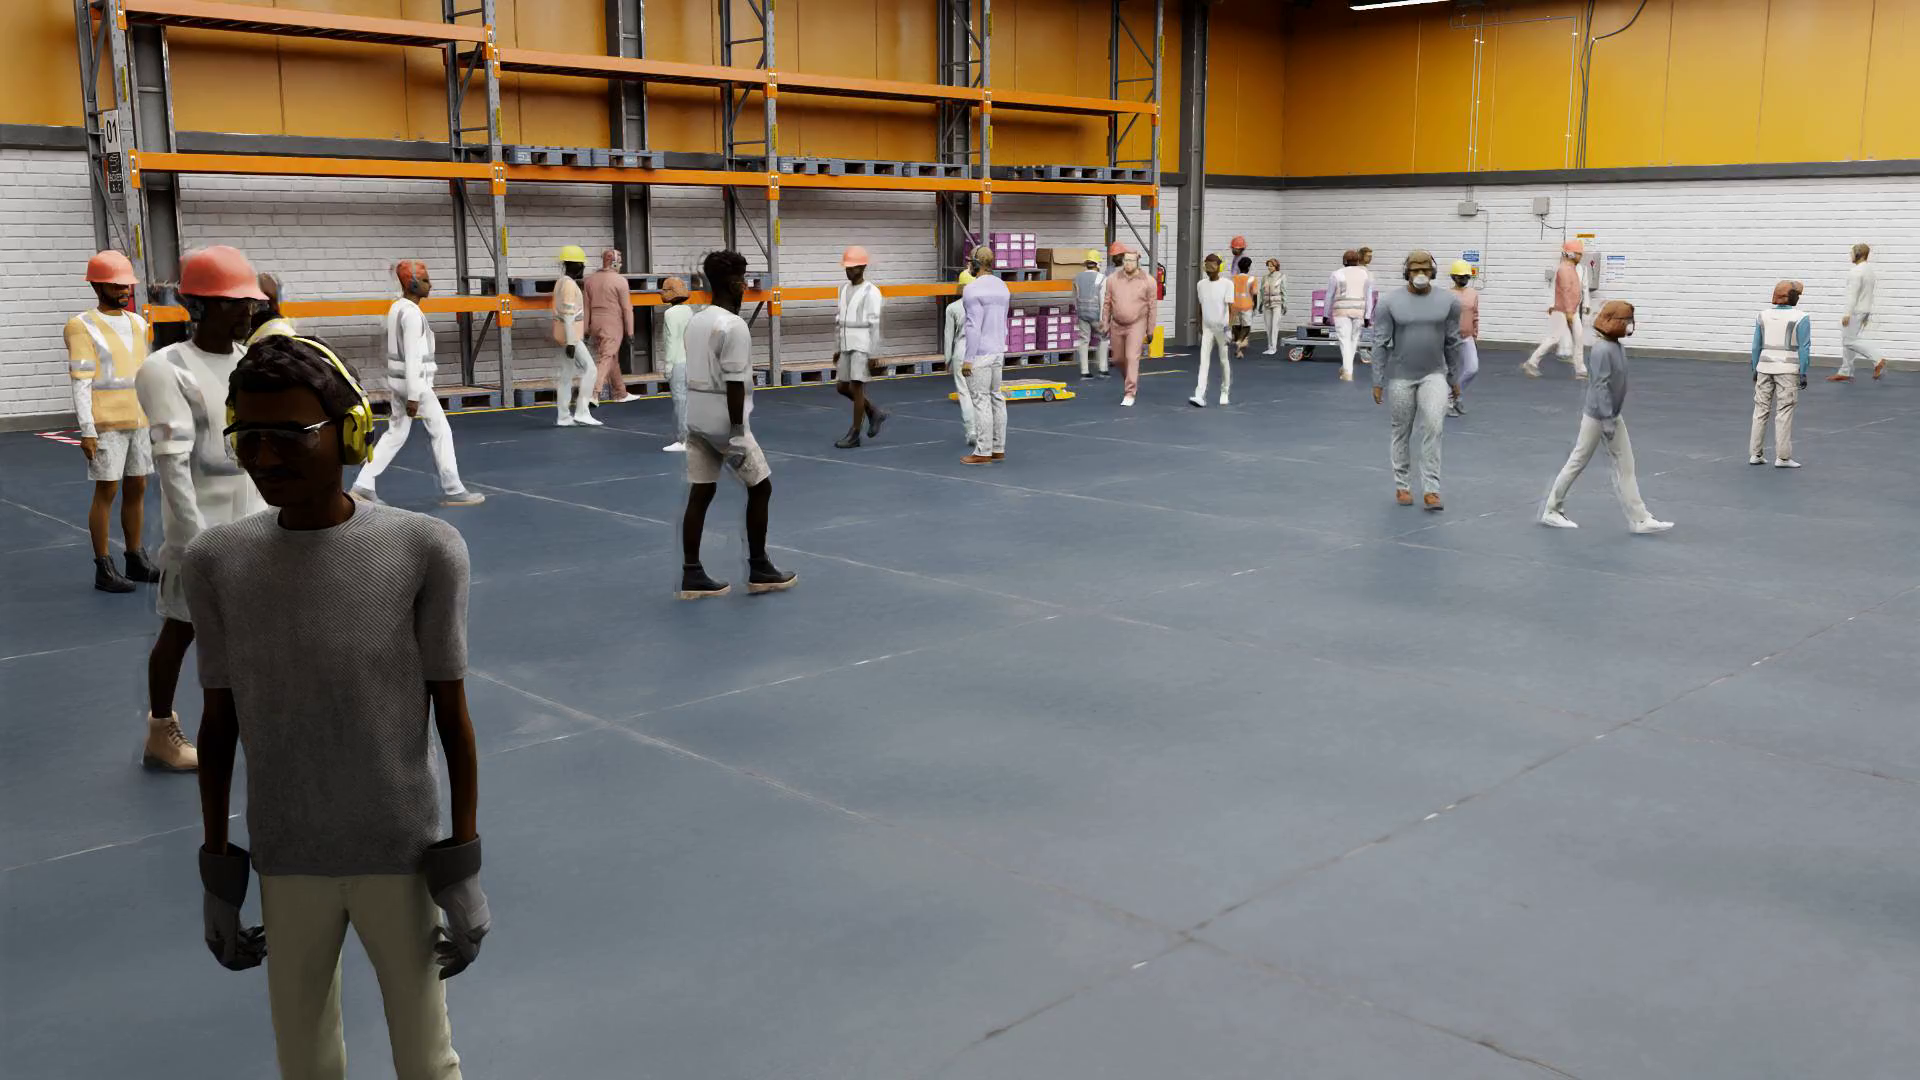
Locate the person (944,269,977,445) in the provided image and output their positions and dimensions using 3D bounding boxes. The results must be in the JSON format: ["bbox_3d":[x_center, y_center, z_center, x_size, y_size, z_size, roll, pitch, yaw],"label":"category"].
[{"bbox_3d":[0.100,-1.781,16.198,0.487,1.702,0.864,-2,11,-11],"label":"person"}]

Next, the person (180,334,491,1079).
[{"bbox_3d":[-1.076,0.574,2.908,0.507,1.864,0.323,0,10,-2],"label":"person"}]

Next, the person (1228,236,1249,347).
[{"bbox_3d":[5.021,-4.459,29.959,0.533,2.003,0.662,-2,11,-9],"label":"person"}]

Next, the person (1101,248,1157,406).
[{"bbox_3d":[2.044,-2.566,19.987,0.644,1.880,0.796,5,11,24],"label":"person"}]

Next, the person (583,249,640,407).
[{"bbox_3d":[-4.184,-2.506,19.732,0.646,1.861,0.948,7,12,33],"label":"person"}]

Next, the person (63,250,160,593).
[{"bbox_3d":[-4.787,-0.675,9.508,0.373,1.934,0.551,3,11,17],"label":"person"}]

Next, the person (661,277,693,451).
[{"bbox_3d":[-2.655,-1.652,15.663,0.266,1.632,0.509,3,11,13],"label":"person"}]

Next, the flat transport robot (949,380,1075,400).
[{"bbox_3d":[0.642,-1.821,20.301,1.431,0.197,0.652,-7,12,-33],"label":"flat transport robot"}]

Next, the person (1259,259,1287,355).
[{"bbox_3d":[5.307,-3.954,28.234,0.380,1.627,0.530,-10,14,-44],"label":"person"}]

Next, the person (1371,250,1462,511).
[{"bbox_3d":[3.355,-1.159,12.214,0.663,1.905,0.871,1,10,7],"label":"person"}]

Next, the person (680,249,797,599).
[{"bbox_3d":[-1.259,-0.649,9.342,0.825,1.935,0.626,-8,13,-38],"label":"person"}]

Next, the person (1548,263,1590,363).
[{"bbox_3d":[9.748,-3.737,26.425,0.628,1.851,0.805,-4,11,-19],"label":"person"}]

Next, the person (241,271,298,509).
[{"bbox_3d":[-3.744,-0.533,9.039,0.443,1.831,0.640,-4,11,-23],"label":"person"}]

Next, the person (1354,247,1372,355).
[{"bbox_3d":[6.837,-4.019,28.062,0.810,1.812,0.543,9,14,42],"label":"person"}]

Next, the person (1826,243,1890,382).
[{"bbox_3d":[12.352,-3.095,22.743,0.722,1.924,0.628,10,14,42],"label":"person"}]

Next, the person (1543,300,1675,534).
[{"bbox_3d":[4.418,-0.834,11.327,0.874,1.581,0.523,9,14,39],"label":"person"}]

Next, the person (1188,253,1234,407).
[{"bbox_3d":[3.030,-2.476,19.678,0.546,1.807,1.014,6,12,29],"label":"person"}]

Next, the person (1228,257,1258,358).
[{"bbox_3d":[4.593,-3.794,27.241,0.544,1.675,0.617,6,12,30],"label":"person"}]

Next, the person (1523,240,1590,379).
[{"bbox_3d":[8.528,-3.257,23.522,0.956,1.965,0.608,8,13,38],"label":"person"}]

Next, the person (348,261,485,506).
[{"bbox_3d":[-4.090,-1.134,12.274,0.954,1.843,0.580,-7,12,-32],"label":"person"}]

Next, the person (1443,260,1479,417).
[{"bbox_3d":[5.555,-2.233,18.511,0.542,1.751,0.371,-3,11,-18],"label":"person"}]

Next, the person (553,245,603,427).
[{"bbox_3d":[-4.007,-2.132,17.516,0.610,1.905,0.623,-4,11,-21],"label":"person"}]

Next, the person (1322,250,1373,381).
[{"bbox_3d":[5.422,-3.168,23.484,0.626,1.804,0.895,-2,11,-12],"label":"person"}]

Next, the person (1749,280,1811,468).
[{"bbox_3d":[7.161,-1.448,14.540,0.312,1.636,0.518,-6,12,-30],"label":"person"}]

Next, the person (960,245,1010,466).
[{"bbox_3d":[0.212,-1.617,14.639,0.352,1.937,0.635,6,12,30],"label":"person"}]

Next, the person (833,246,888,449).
[{"bbox_3d":[-0.953,-1.845,15.922,0.640,1.924,0.568,-10,14,-43],"label":"person"}]

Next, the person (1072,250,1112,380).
[{"bbox_3d":[1.887,-3.167,23.437,0.597,1.807,0.681,6,12,32],"label":"person"}]

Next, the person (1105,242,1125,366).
[{"bbox_3d":[2.482,-3.636,25.740,0.545,1.915,0.512,9,14,40],"label":"person"}]

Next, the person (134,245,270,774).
[{"bbox_3d":[-2.669,-0.067,6.088,1.075,1.983,0.623,5,11,23],"label":"person"}]
